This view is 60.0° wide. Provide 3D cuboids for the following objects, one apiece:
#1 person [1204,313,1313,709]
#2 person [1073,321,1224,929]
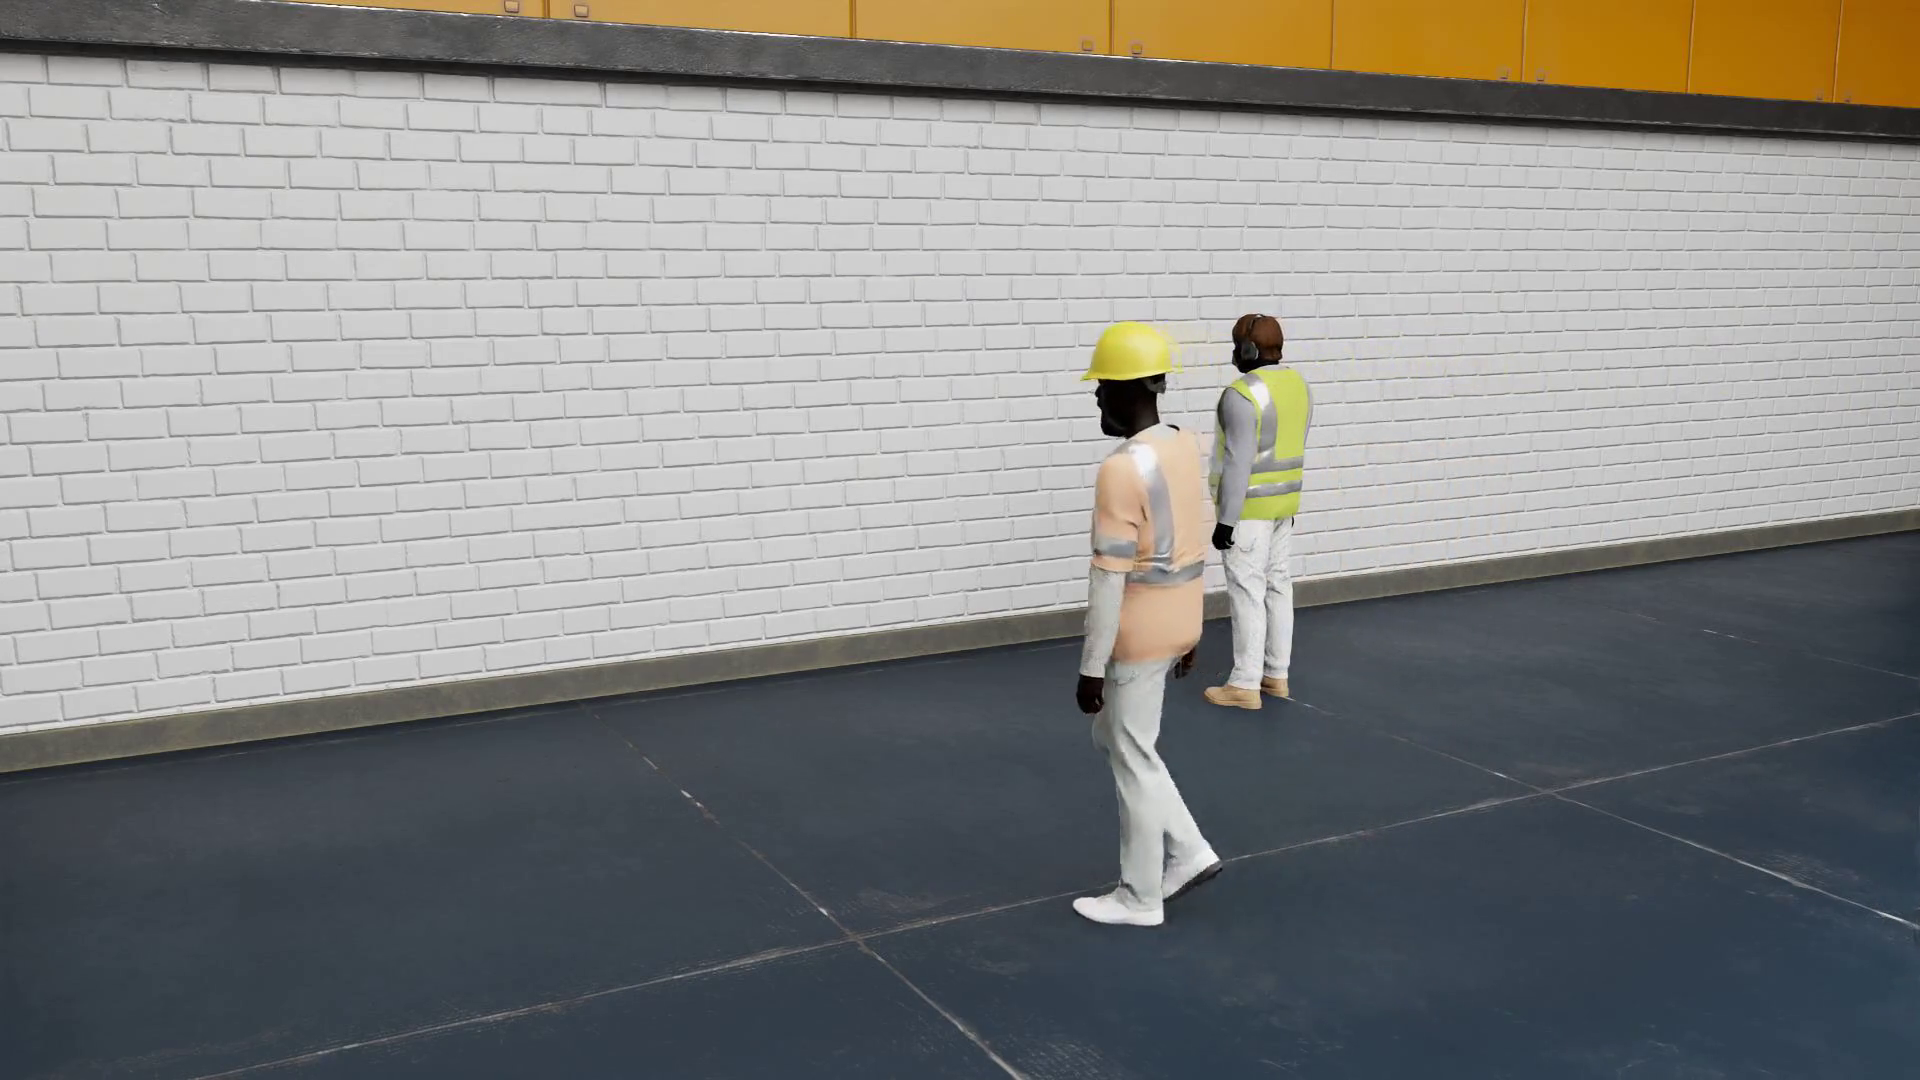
[{"bbox_3d":[1.378,-0.135,7.800,0.429,1.840,0.636,9,13,40],"label":"person"},{"bbox_3d":[0.538,0.285,5.156,0.411,1.912,0.611,5,11,26],"label":"person"}]
